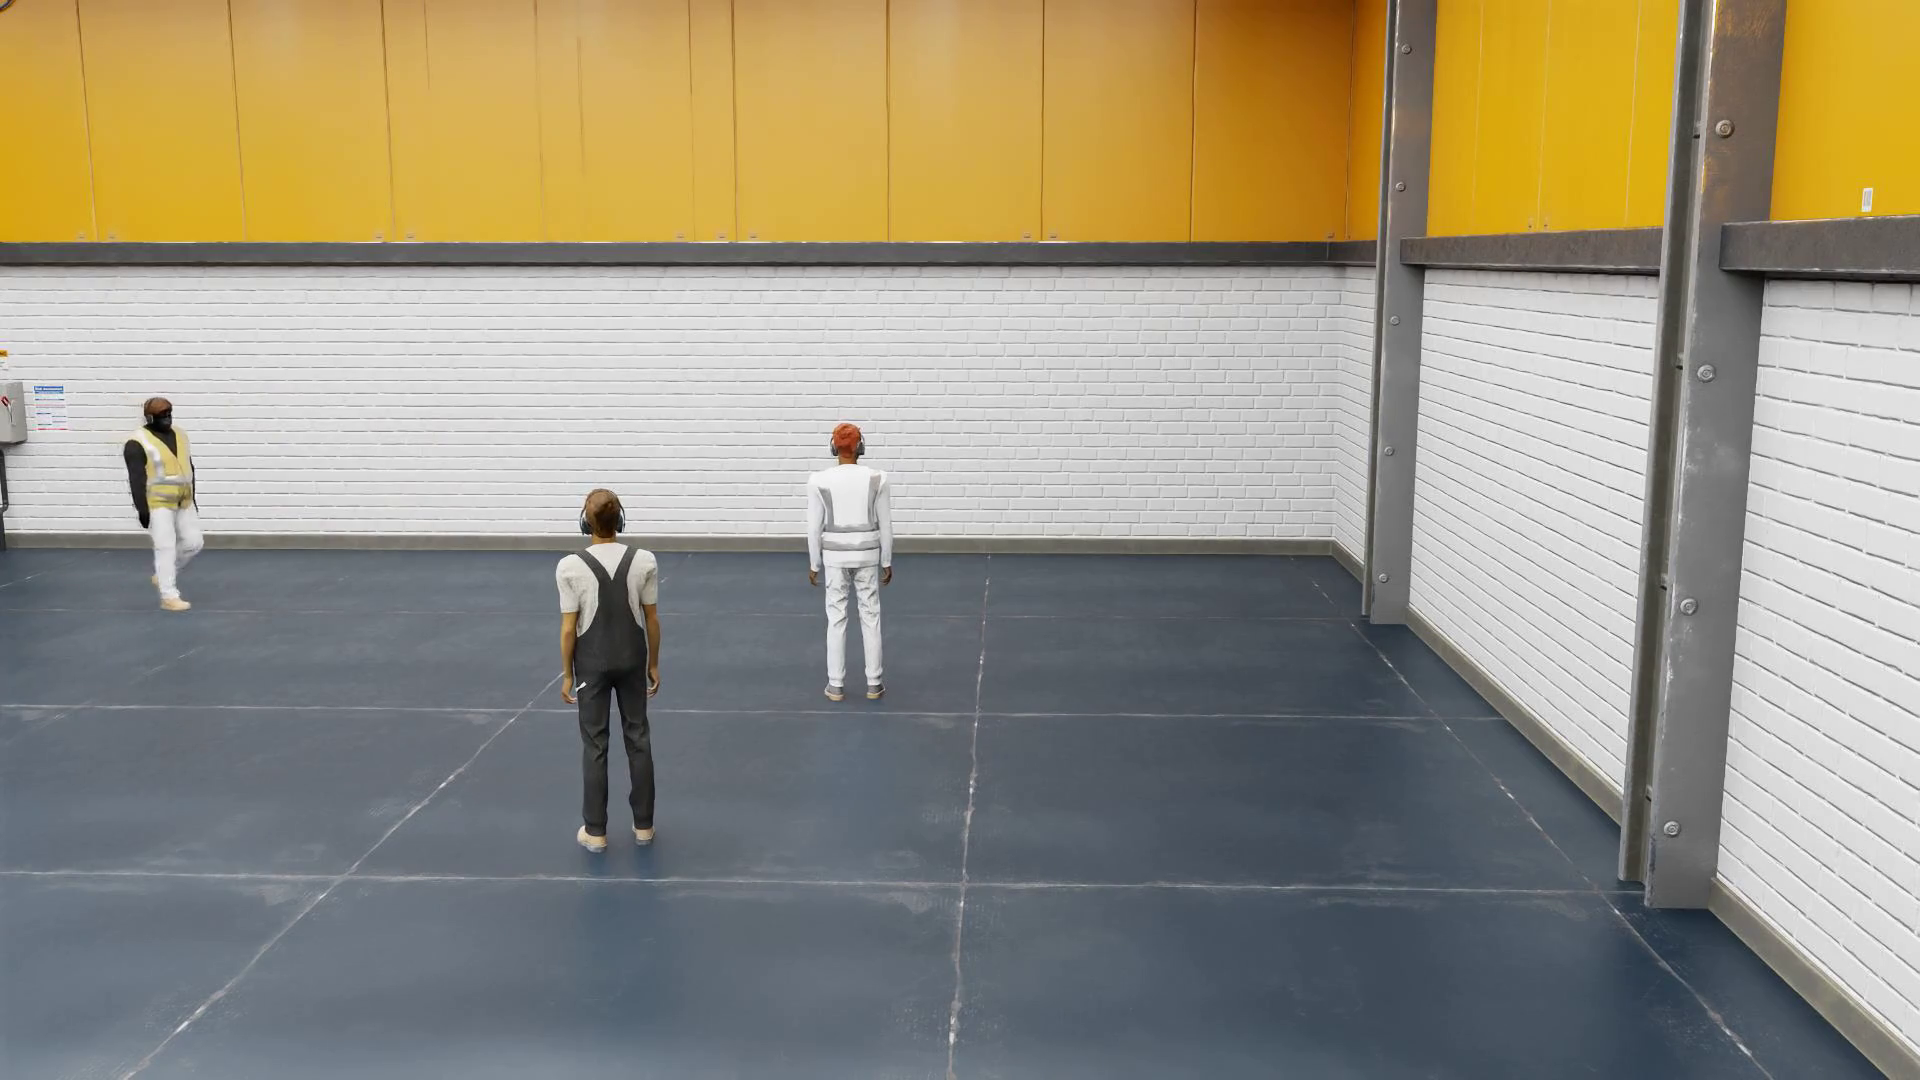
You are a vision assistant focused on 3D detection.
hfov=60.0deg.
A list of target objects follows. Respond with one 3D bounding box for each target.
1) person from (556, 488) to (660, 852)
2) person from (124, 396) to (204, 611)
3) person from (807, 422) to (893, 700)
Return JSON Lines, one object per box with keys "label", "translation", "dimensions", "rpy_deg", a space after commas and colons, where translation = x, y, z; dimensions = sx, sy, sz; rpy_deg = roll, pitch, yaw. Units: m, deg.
{"label": "person", "translation": [-1.764, 0.653, 8.386], "dimensions": [0.508, 1.847, 0.345], "rpy_deg": [-4, 11, -24]}
{"label": "person", "translation": [-6.719, -0.309, 14.084], "dimensions": [0.450, 1.821, 0.643], "rpy_deg": [4, 10, 21]}
{"label": "person", "translation": [-0.737, 0.148, 11.227], "dimensions": [0.573, 1.886, 0.353], "rpy_deg": [-1, 10, -6]}
